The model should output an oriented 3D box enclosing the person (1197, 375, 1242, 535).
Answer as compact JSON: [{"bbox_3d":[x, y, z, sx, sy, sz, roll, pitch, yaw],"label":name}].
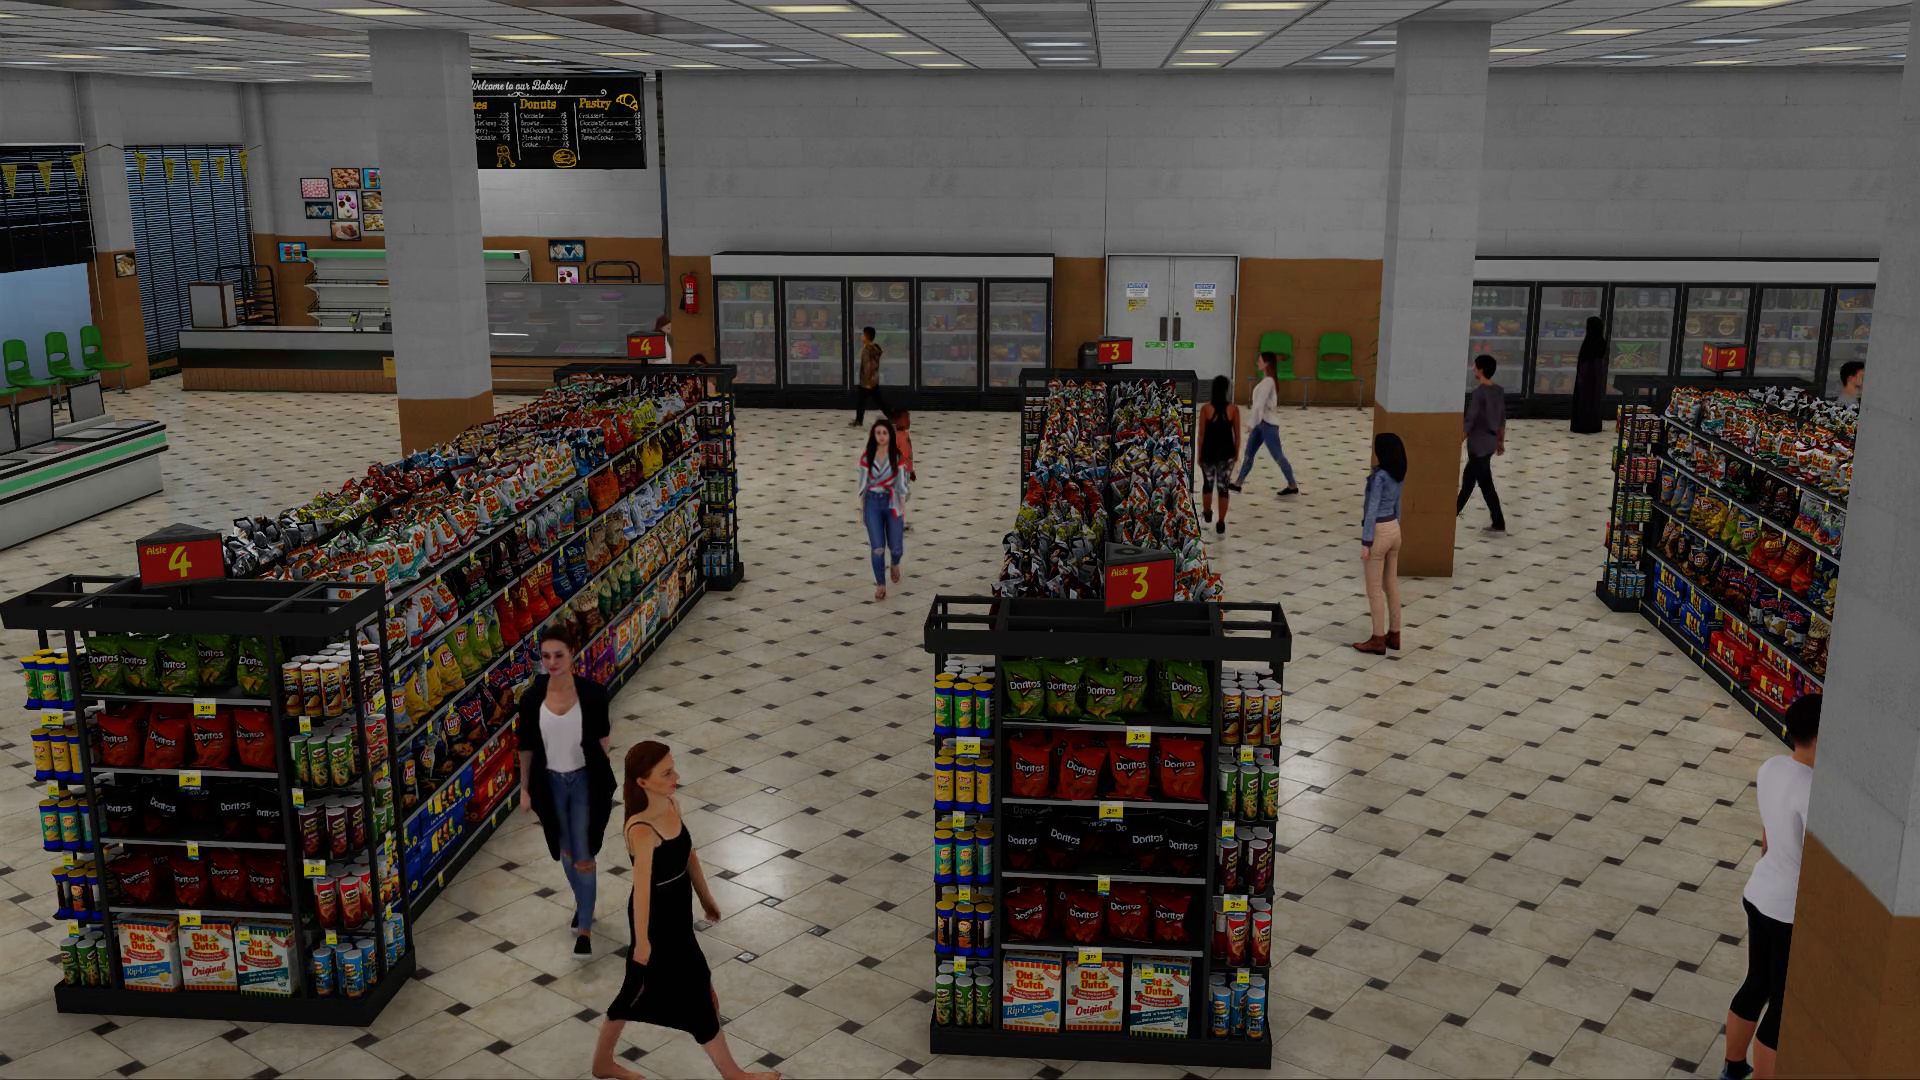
[{"bbox_3d":[2.669,-0.849,17.114,0.598,1.617,1.079,1,14,4],"label":"person"}]

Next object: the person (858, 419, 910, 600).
[{"bbox_3d":[-0.682,-0.296,14.862,0.595,1.603,0.740,1,14,4],"label":"person"}]

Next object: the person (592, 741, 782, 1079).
[{"bbox_3d":[-1.346,1.621,7.012,0.636,1.579,0.986,1,14,5],"label":"person"}]

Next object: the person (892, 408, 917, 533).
[{"bbox_3d":[-0.668,-0.724,17.269,0.608,1.301,0.536,6,15,24],"label":"person"}]

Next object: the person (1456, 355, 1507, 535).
[{"bbox_3d":[5.454,-0.942,17.095,1.182,1.807,1.193,-13,19,-43],"label":"person"}]

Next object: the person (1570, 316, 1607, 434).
[{"bbox_3d":[8.761,-2.300,23.102,0.726,1.614,0.781,-10,17,-36],"label":"person"}]

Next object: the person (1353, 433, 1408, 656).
[{"bbox_3d":[3.361,0.019,13.212,0.696,1.769,0.765,-12,18,-42],"label":"person"}]

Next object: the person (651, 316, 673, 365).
[{"bbox_3d":[-3.974,-2.117,22.095,0.726,1.733,0.815,12,18,40],"label":"person"}]

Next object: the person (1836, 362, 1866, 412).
[{"bbox_3d":[8.645,-0.816,16.438,1.046,1.872,1.072,9,17,34],"label":"person"}]

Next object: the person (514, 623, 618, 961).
[{"bbox_3d":[-1.971,1.224,8.475,0.700,1.661,0.931,0,14,-1],"label":"person"}]

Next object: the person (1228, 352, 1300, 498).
[{"bbox_3d":[3.527,-1.251,18.709,0.708,1.647,1.060,2,14,9],"label":"person"}]

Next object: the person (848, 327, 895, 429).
[{"bbox_3d":[-1.191,-2.246,23.260,0.880,1.435,0.989,7,15,28],"label":"person"}]

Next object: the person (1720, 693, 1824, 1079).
[{"bbox_3d":[3.405,1.516,6.875,0.724,1.848,0.495,0,14,0],"label":"person"}]
